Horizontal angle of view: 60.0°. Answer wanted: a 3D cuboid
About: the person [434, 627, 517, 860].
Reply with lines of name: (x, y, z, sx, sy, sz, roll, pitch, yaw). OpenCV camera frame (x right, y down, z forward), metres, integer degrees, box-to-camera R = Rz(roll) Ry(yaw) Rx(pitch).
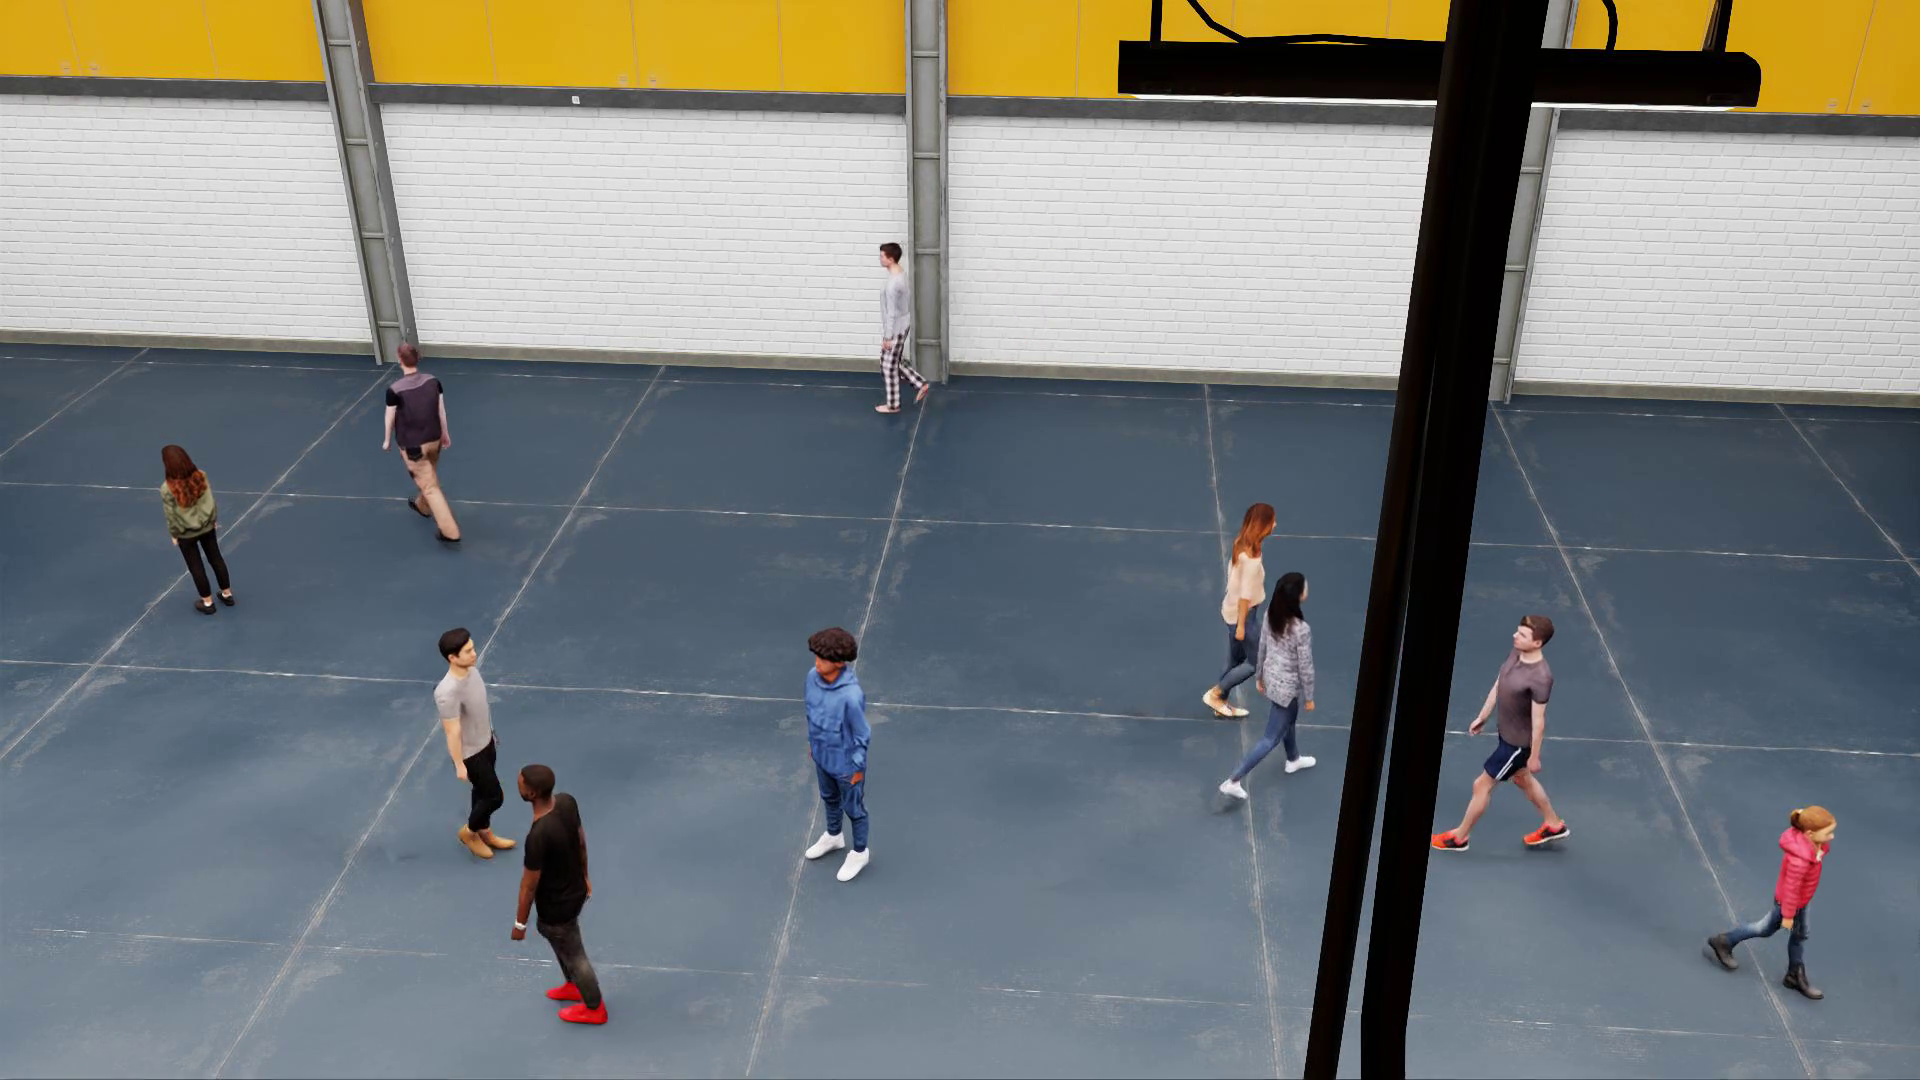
person: (-3.232, 1.320, 10.766, 0.586, 1.716, 0.604, 3, 29, 6)

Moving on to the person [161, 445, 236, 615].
person: (-6.254, -0.097, 13.616, 0.664, 1.473, 0.645, 21, 35, 33)

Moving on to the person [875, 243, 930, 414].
person: (-0.583, -2.150, 17.001, 0.802, 1.836, 0.669, 5, 29, 8)

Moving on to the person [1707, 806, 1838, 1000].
person: (4.815, 2.088, 9.804, 0.873, 1.289, 0.970, -25, 37, -38)

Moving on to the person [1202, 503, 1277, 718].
person: (1.962, 0.553, 12.114, 0.655, 1.771, 0.616, 2, 29, 4)

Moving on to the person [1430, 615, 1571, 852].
person: (3.676, 1.276, 10.749, 1.188, 1.809, 0.671, 1, 29, 1)

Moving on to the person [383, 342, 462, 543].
person: (-4.688, -0.813, 14.594, 1.299, 1.794, 1.105, 21, 35, 33)

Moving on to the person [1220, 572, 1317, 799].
person: (2.138, 1.020, 11.332, 1.222, 1.699, 0.989, -12, 31, -21)

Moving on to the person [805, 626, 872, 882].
person: (-0.775, 1.341, 10.629, 0.811, 1.808, 0.729, -25, 37, -38)

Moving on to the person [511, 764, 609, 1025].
person: (-2.157, 2.035, 9.377, 0.645, 1.789, 0.645, 4, 29, 6)
